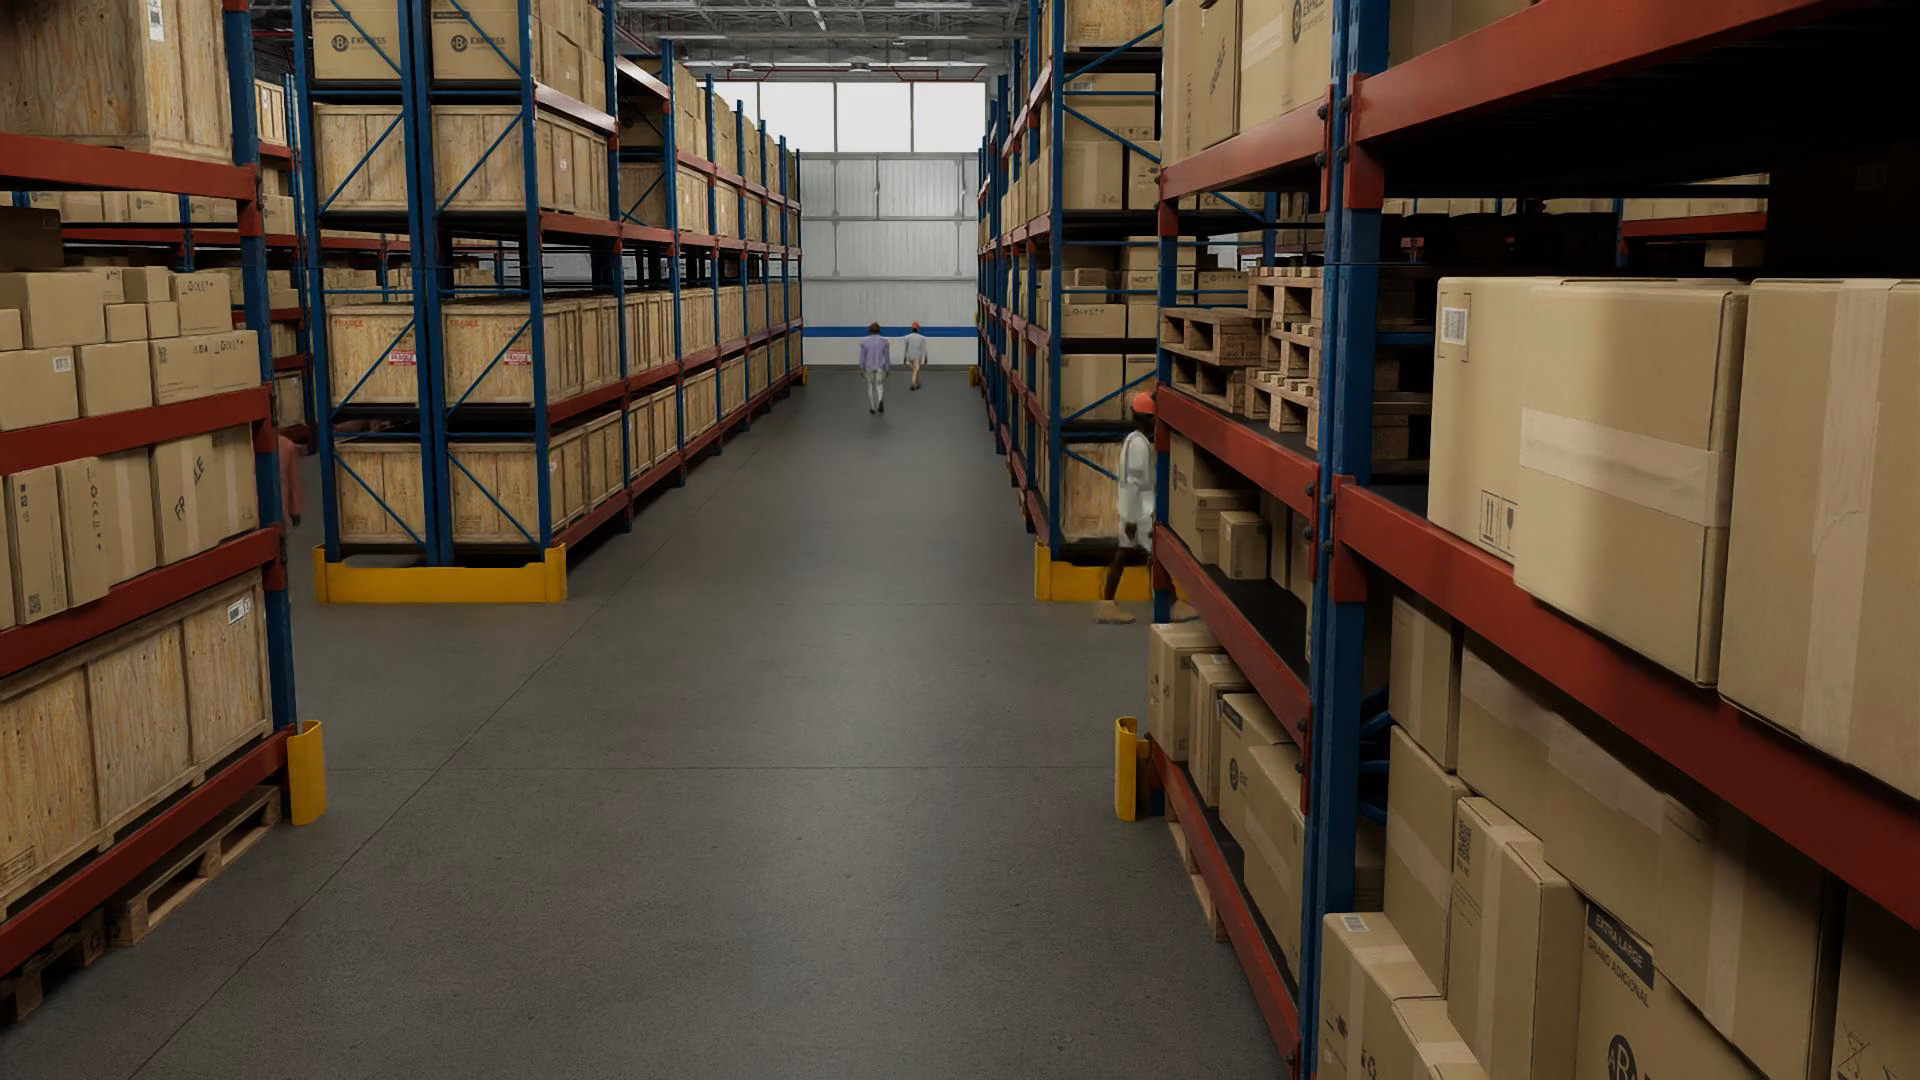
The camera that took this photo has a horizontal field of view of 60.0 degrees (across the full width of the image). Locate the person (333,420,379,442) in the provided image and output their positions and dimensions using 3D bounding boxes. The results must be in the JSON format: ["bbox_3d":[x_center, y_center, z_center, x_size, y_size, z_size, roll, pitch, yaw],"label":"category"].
[{"bbox_3d":[-7.596,-1.297,20.815,0.641,1.898,0.584,-1,9,-7],"label":"person"}]

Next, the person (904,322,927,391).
[{"bbox_3d":[-1.119,-4.580,41.527,0.572,1.710,0.915,4,10,21],"label":"person"}]

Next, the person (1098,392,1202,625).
[{"bbox_3d":[1.644,-0.250,14.079,1.002,1.995,0.639,0,9,2],"label":"person"}]

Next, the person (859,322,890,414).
[{"bbox_3d":[-1.813,-3.609,34.942,0.630,1.922,0.594,-2,9,-11],"label":"person"}]

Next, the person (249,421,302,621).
[{"bbox_3d":[-6.169,-0.241,14.492,0.925,1.849,0.774,6,11,34],"label":"person"}]
